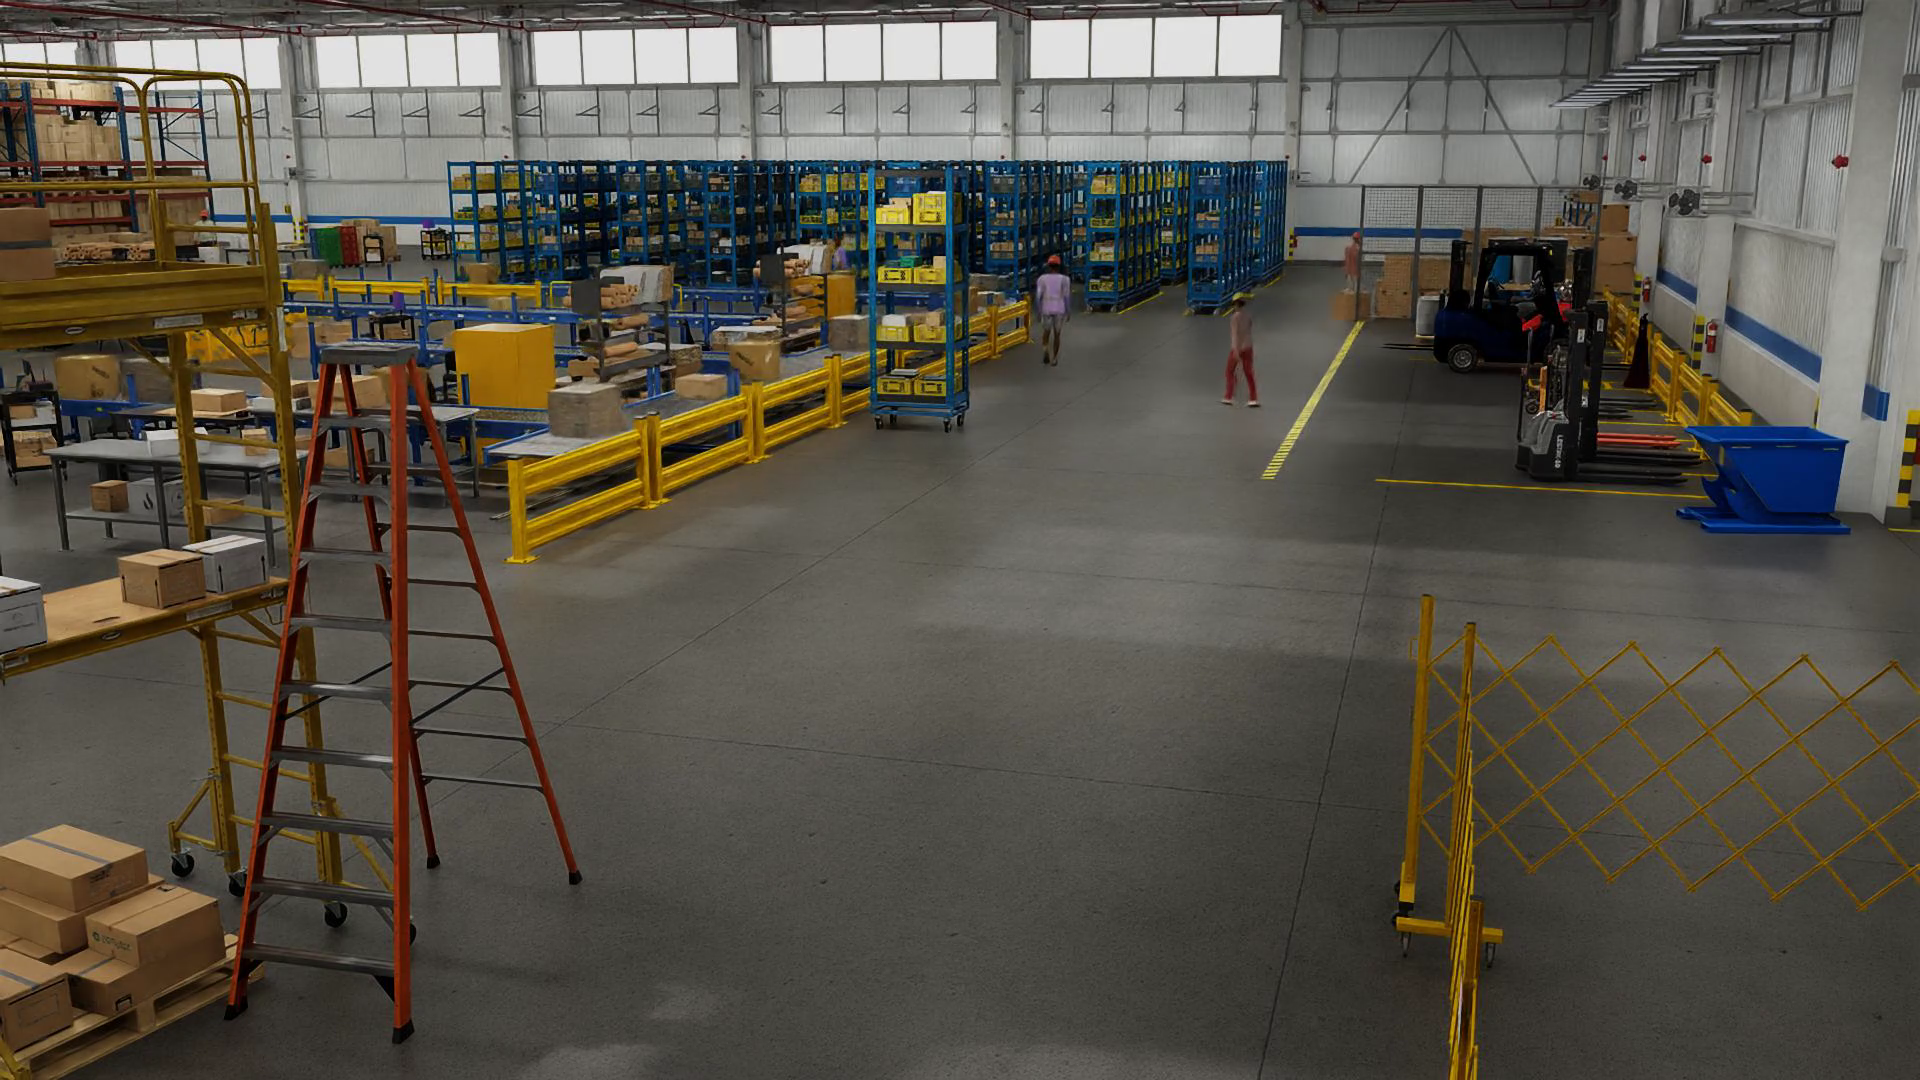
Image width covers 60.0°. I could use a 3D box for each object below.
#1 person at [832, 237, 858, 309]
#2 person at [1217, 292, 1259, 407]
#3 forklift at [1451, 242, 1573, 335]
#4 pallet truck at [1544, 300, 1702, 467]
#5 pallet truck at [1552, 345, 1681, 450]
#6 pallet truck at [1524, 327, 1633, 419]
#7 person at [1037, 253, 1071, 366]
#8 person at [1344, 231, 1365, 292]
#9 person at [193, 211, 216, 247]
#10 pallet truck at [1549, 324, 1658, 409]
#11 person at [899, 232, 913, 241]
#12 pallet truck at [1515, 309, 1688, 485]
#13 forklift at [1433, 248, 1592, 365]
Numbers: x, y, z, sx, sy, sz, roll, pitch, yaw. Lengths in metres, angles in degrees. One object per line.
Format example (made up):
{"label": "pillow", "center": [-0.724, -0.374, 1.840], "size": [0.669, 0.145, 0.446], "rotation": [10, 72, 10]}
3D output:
{"label": "person", "center": [-2.961, -6.569, 41.026], "size": [0.983, 1.799, 0.590], "rotation": [3, 13, 12]}
{"label": "person", "center": [4.246, -2.881, 25.247], "size": [0.543, 1.721, 0.811], "rotation": [-11, 17, -40]}
{"label": "forklift", "center": [10.464, -4.597, 31.405], "size": [2.680, 1.987, 1.157], "rotation": [4, 14, 16]}
{"label": "pallet truck", "center": [8.263, -1.952, 20.631], "size": [1.885, 1.965, 0.823], "rotation": [5, 14, 20]}
{"label": "pallet truck", "center": [8.641, -1.896, 21.908], "size": [1.630, 1.274, 0.653], "rotation": [4, 14, 16]}
{"label": "pallet truck", "center": [9.065, -2.460, 24.370], "size": [1.522, 1.261, 0.704], "rotation": [3, 13, 14]}
{"label": "person", "center": [1.709, -4.166, 30.131], "size": [0.618, 2.026, 0.424], "rotation": [2, 13, 8]}
{"label": "person", "center": [9.494, -6.473, 40.218], "size": [0.638, 1.970, 0.632], "rotation": [-8, 15, -30]}
{"label": "person", "center": [-25.008, -9.914, 55.105], "size": [0.684, 1.946, 0.818], "rotation": [-4, 14, -18]}
{"label": "pallet truck", "center": [9.824, -2.669, 25.407], "size": [1.601, 1.201, 0.680], "rotation": [4, 14, 16]}
{"label": "person", "center": [-1.587, -8.252, 48.245], "size": [0.599, 1.811, 0.605], "rotation": [10, 16, 36]}
{"label": "pallet truck", "center": [7.554, -1.677, 19.446], "size": [1.885, 1.965, 0.823], "rotation": [3, 13, 14]}
{"label": "forklift", "center": [9.780, -4.111, 29.280], "size": [2.680, 1.987, 1.157], "rotation": [3, 13, 14]}
